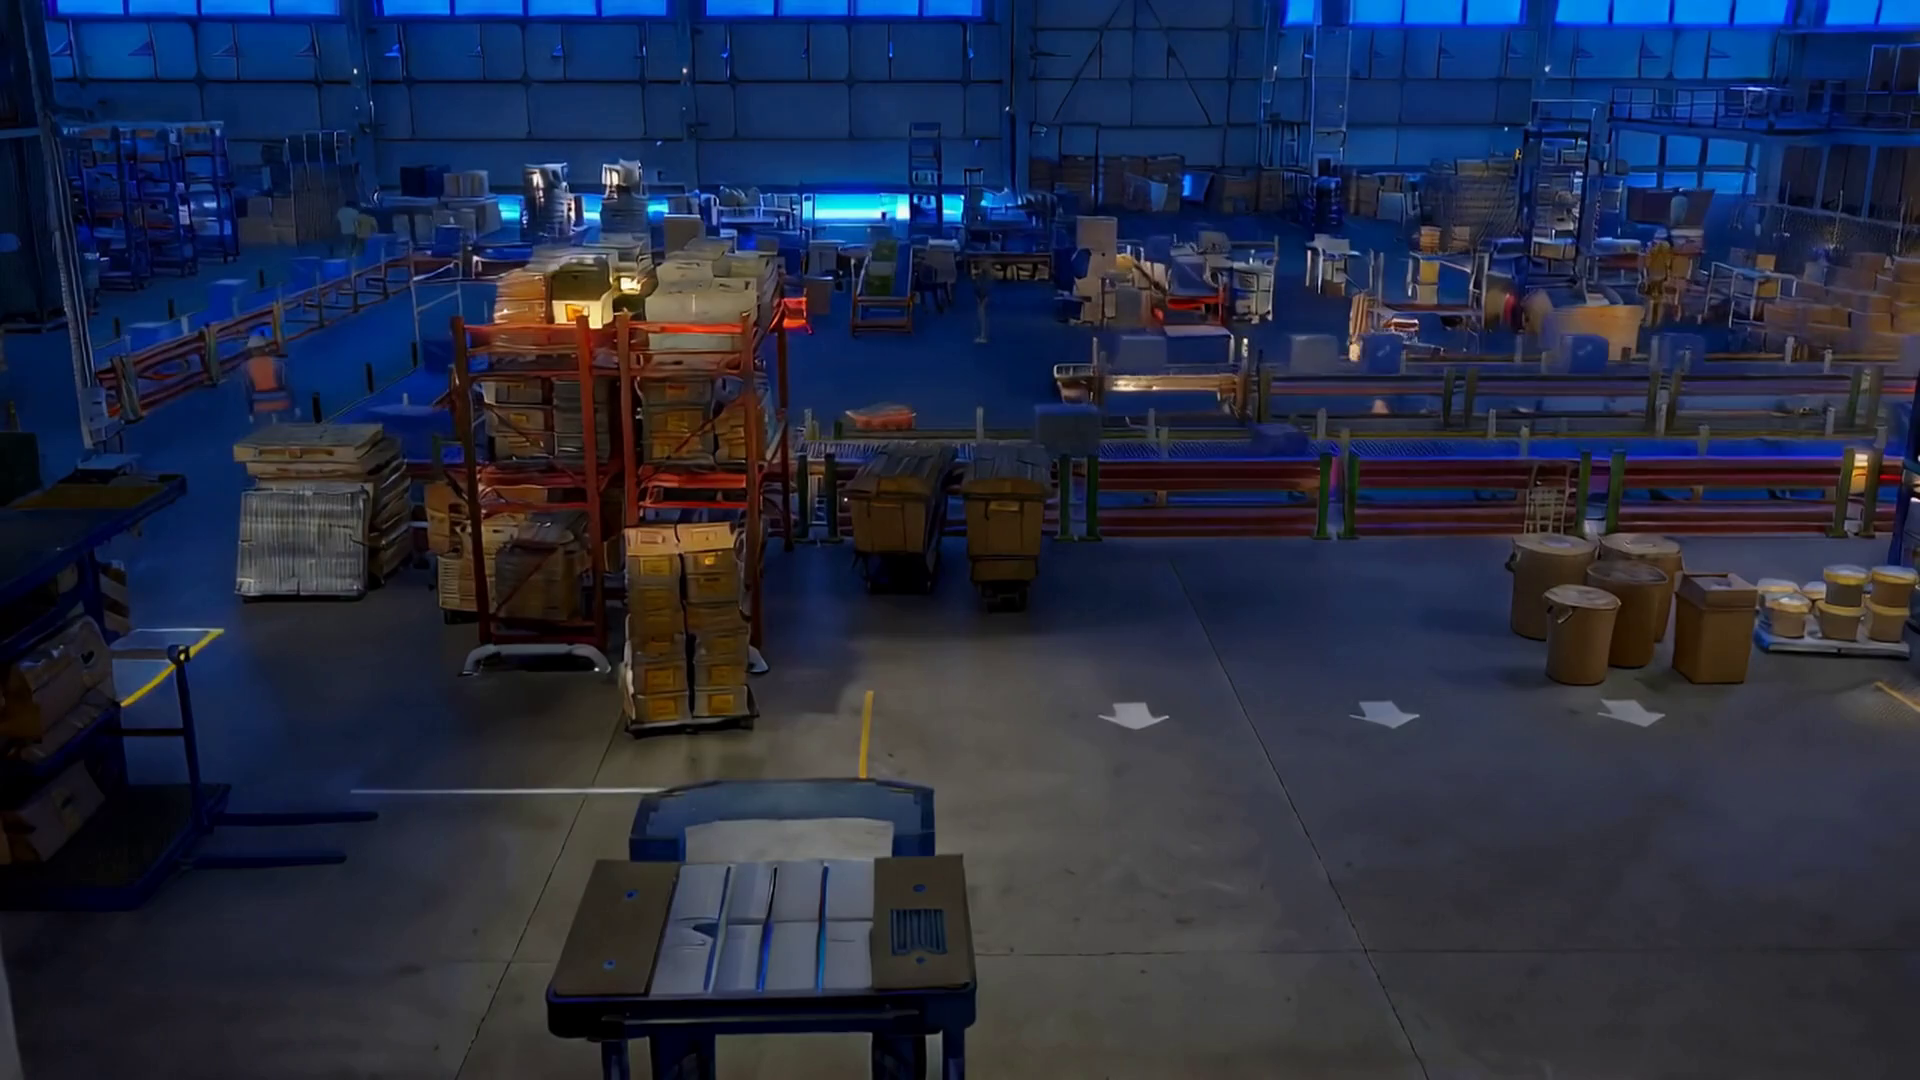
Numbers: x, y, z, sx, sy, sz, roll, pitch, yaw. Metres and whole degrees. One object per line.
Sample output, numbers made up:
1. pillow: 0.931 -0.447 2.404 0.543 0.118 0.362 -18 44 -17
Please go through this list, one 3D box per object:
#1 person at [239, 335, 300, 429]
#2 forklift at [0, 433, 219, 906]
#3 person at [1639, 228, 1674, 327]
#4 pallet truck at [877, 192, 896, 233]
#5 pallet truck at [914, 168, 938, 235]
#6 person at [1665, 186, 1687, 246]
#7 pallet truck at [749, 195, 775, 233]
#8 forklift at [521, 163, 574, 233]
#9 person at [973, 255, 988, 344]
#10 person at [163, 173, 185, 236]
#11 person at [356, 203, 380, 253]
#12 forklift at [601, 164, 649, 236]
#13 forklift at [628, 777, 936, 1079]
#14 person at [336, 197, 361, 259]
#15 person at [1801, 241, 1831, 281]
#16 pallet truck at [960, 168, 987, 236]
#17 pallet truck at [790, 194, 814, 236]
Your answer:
1. person: -8.663 -1.688 20.914 0.653 1.770 0.874 -6 17 -21
2. forklift: -5.952 0.780 10.366 1.873 2.768 1.129 0 16 -1
3. person: 13.658 -5.139 32.613 0.545 1.940 0.352 -1 16 -4
4. pallet truck: -2.277 -9.986 50.594 0.653 1.274 1.630 0 16 -1
5. pallet truck: -0.989 -10.316 50.507 0.823 1.965 1.885 1 16 3
6. person: 20.061 -9.058 46.639 0.508 1.713 0.782 -2 16 -5
7. pallet truck: -6.051 -9.967 50.660 0.680 1.201 1.601 0 16 -1
8. forklift: -12.233 -10.122 49.298 1.157 1.987 2.680 0 16 -1
9. person: 0.371 -4.456 30.803 0.282 1.624 0.494 0 16 0
10. person: -22.812 -9.685 48.333 0.611 1.987 0.392 2 16 5
11. person: -14.468 -7.396 40.832 0.549 1.720 0.879 4 17 13
12. forklift: -9.948 -10.127 49.296 1.157 1.987 2.680 -1 16 -3
13. forklift: -0.542 2.165 5.552 1.129 2.768 1.873 -1 16 -2
14. person: -15.236 -7.627 41.455 0.586 1.828 0.646 3 16 10
15. person: 15.259 -4.354 29.788 0.377 1.995 0.611 -5 17 -18
16. pallet truck: 0.383 -10.230 50.206 0.823 1.965 1.885 -1 16 -3
17. pallet truck: -4.814 -9.883 50.259 0.704 1.261 1.522 -1 16 -3
